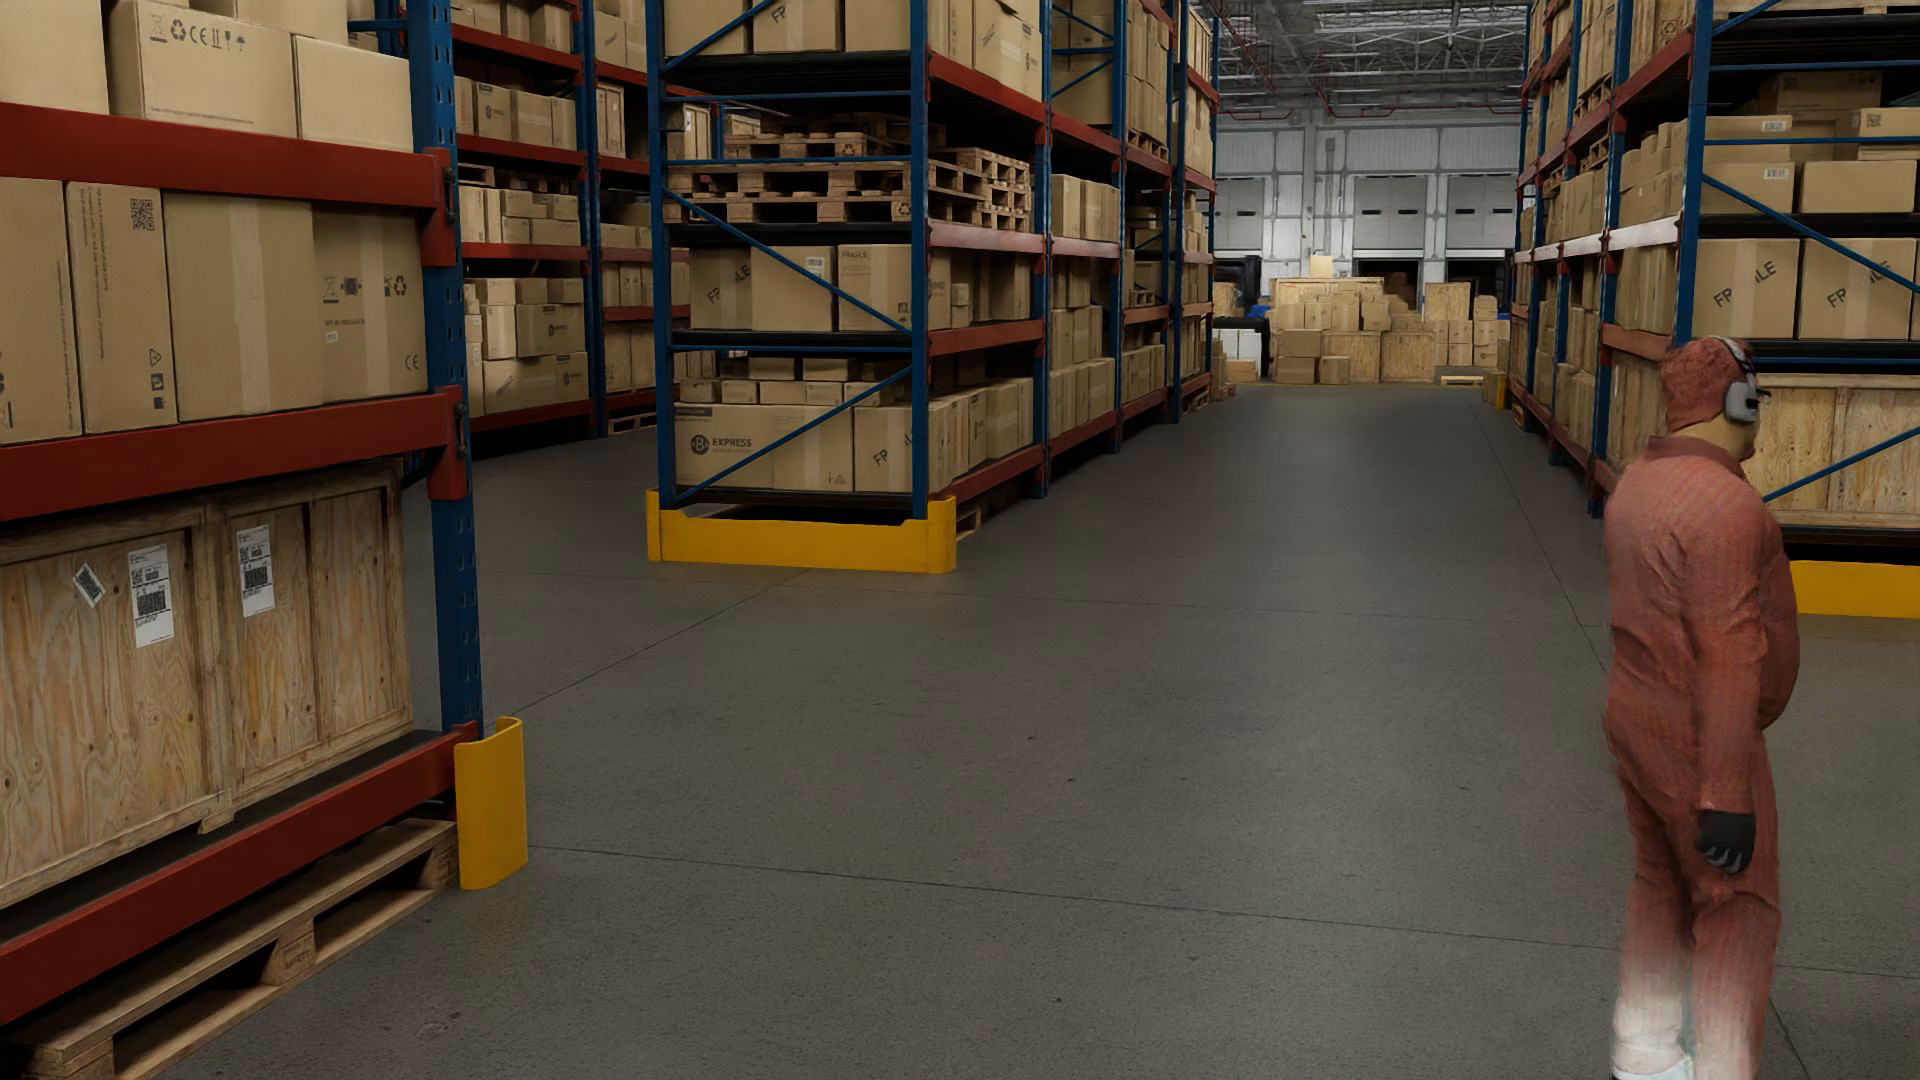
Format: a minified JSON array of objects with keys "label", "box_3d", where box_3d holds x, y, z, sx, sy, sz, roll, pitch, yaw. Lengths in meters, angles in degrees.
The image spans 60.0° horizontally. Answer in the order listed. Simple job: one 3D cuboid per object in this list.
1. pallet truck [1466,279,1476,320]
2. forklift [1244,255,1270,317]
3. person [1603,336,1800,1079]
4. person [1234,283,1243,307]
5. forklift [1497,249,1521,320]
[{"label":"pallet truck","box_3d":[18.896,-8.459,60.307,1.885,1.965,0.823,5,10,31]},{"label":"forklift","box_3d":[10.125,-8.475,57.614,1.873,2.768,1.129,4,10,21]},{"label":"person","box_3d":[1.755,0.474,3.905,0.447,1.897,0.658,1,9,4]},{"label":"person","box_3d":[9.347,-7.832,56.770,0.639,1.872,1.099,-2,9,-13]},{"label":"forklift","box_3d":[15.282,-6.531,45.267,1.129,2.768,1.873,5,10,29]}]
